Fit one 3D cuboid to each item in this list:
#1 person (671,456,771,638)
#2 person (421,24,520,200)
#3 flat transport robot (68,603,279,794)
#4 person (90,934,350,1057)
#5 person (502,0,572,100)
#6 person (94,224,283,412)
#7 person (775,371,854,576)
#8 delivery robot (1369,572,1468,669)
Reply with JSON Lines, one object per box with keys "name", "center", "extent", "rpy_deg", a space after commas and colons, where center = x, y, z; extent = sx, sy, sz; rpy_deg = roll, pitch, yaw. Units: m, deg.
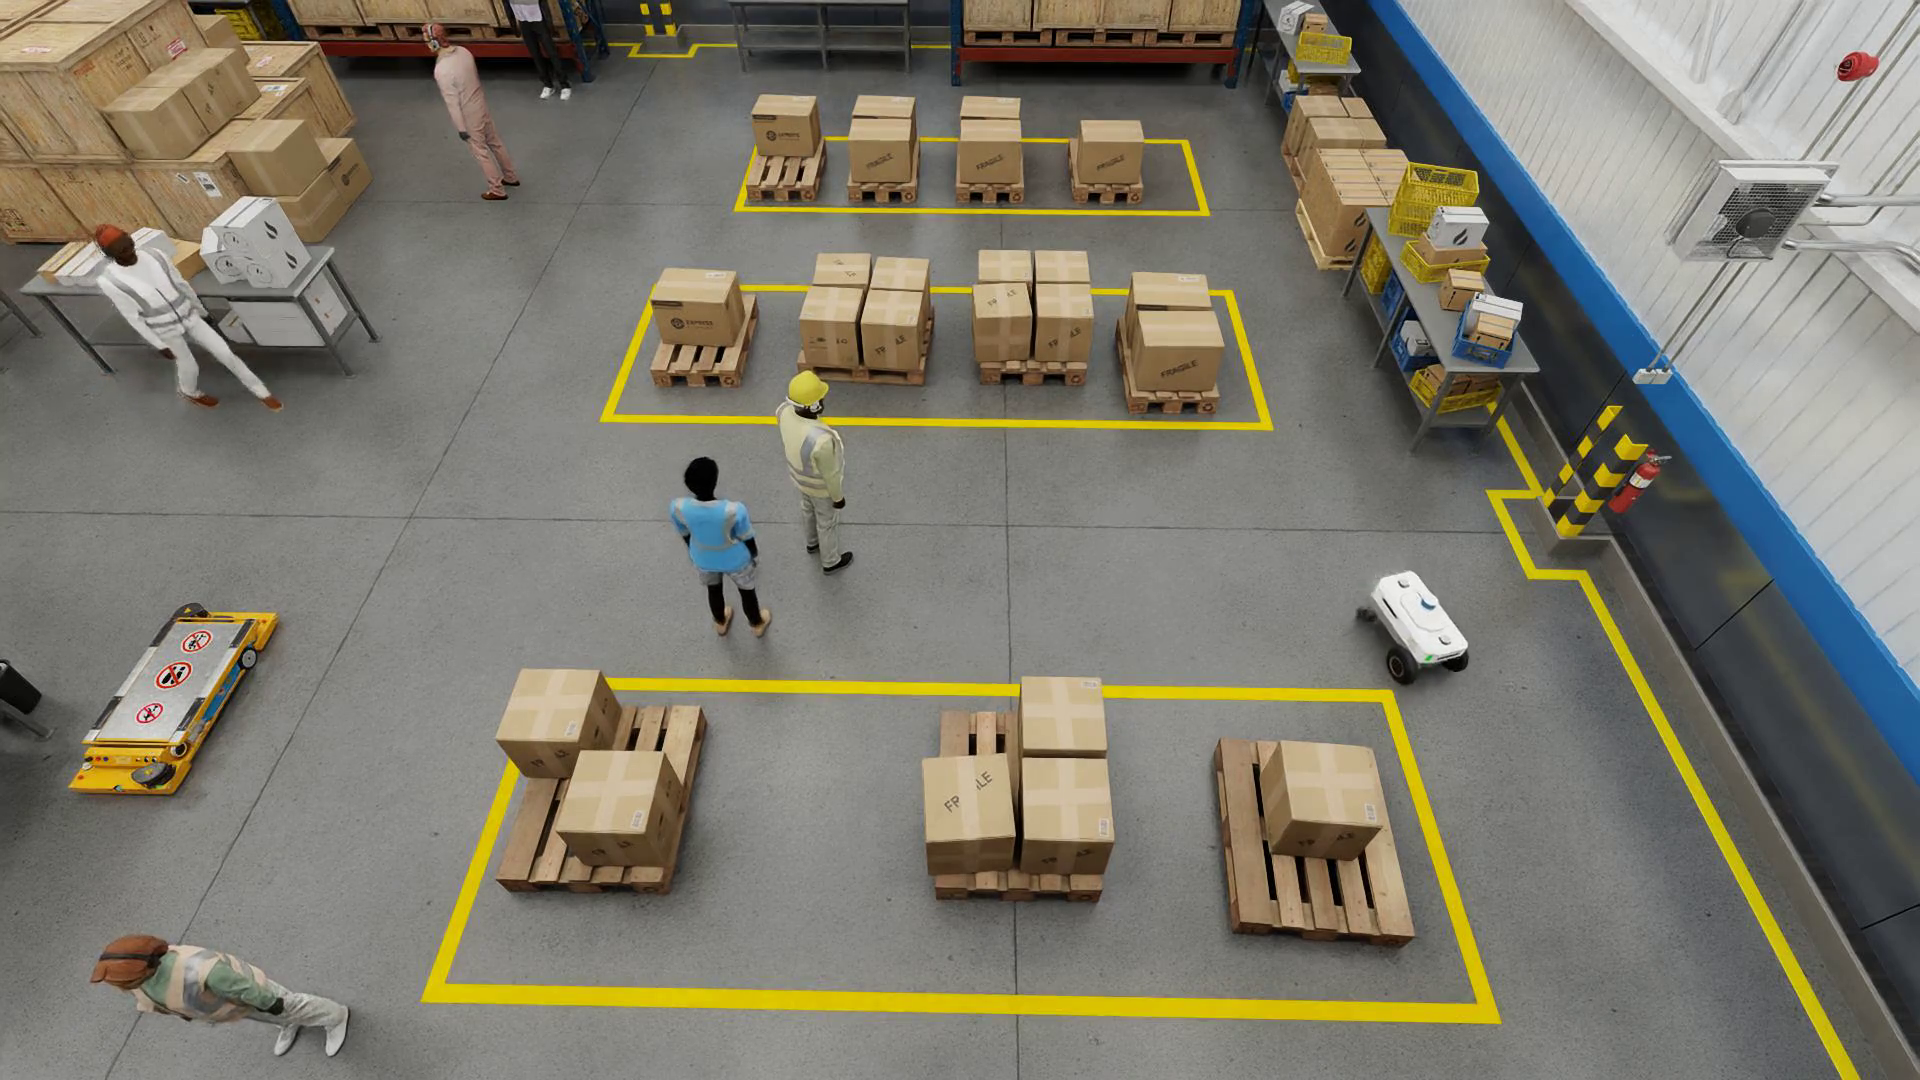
{"name": "person", "center": [-1.639, 0.102, 6.341], "extent": [0.542, 1.691, 0.321], "rpy_deg": [4, 50, 4]}
{"name": "person", "center": [-5.555, -4.813, 10.367], "extent": [0.401, 1.900, 0.647], "rpy_deg": [6, 50, 5]}
{"name": "flat transport robot", "center": [-5.504, 1.072, 6.442], "extent": [0.652, 0.197, 1.431], "rpy_deg": [1, 50, 1]}
{"name": "person", "center": [-3.625, 2.270, 4.547], "extent": [0.516, 1.632, 0.315], "rpy_deg": [3, 50, 3]}
{"name": "person", "center": [-5.640, -6.831, 12.067], "extent": [0.600, 1.907, 0.399], "rpy_deg": [3, 50, 2]}
{"name": "person", "center": [-6.766, -1.867, 7.909], "extent": [0.816, 1.856, 0.579], "rpy_deg": [21, 53, 17]}
{"name": "person", "center": [-1.040, -0.479, 6.748], "extent": [0.403, 1.827, 0.590], "rpy_deg": [-31, 56, -23]}
{"name": "delivery robot", "center": [3.310, 0.572, 6.621], "extent": [0.477, 0.478, 0.707], "rpy_deg": [-12, 51, -10]}
